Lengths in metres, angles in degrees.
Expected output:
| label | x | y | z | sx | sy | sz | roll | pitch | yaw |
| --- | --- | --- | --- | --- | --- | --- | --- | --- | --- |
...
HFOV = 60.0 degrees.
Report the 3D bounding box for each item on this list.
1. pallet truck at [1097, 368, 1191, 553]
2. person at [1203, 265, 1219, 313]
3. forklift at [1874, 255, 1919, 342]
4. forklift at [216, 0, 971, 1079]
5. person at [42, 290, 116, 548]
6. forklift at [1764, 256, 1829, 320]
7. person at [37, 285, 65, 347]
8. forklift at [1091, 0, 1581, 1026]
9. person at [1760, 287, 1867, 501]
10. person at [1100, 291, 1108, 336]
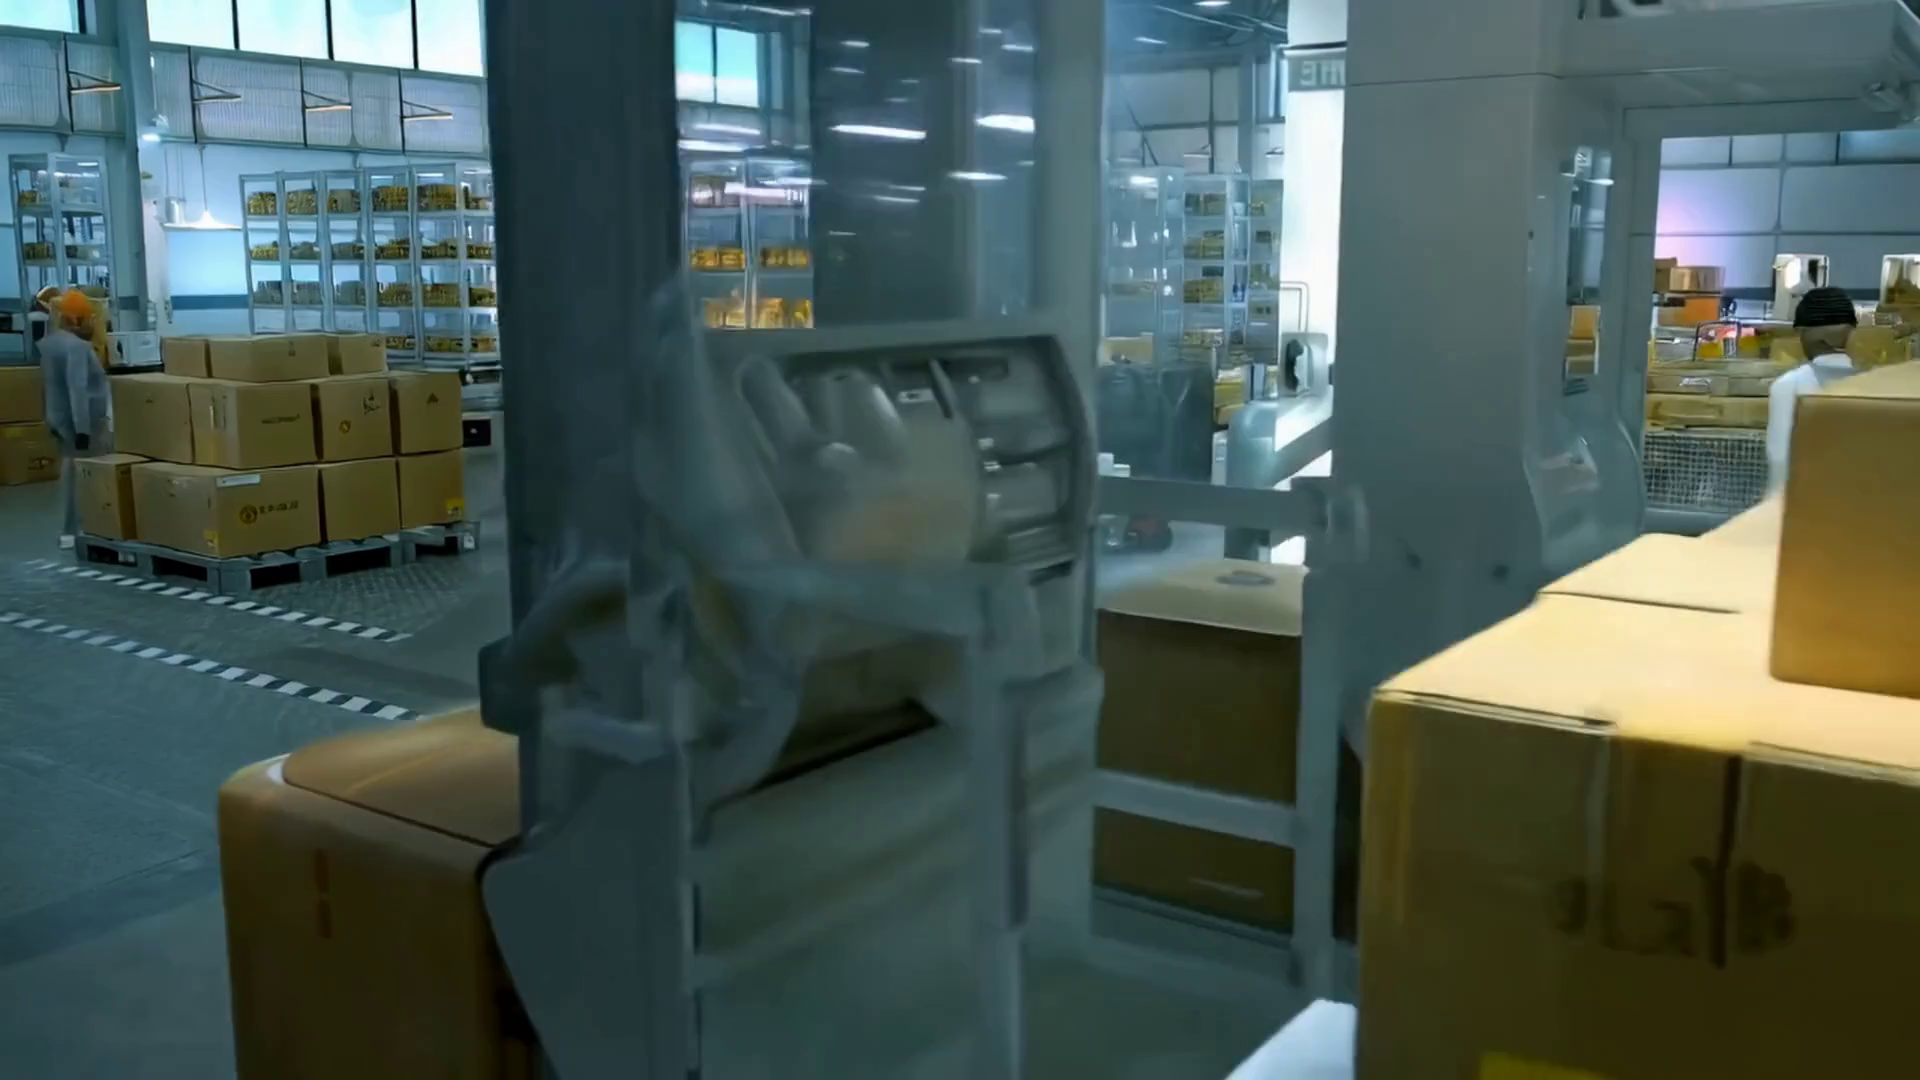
| label | x | y | z | sx | sy | sz | roll | pitch | yaw |
| --- | --- | --- | --- | --- | --- | --- | --- | --- | --- |
| pallet truck | 0.845 | -0.609 | 11.869 | 1.630 | 1.274 | 0.653 | 7 | 12 | 35 |
| person | 7.357 | -7.100 | 48.508 | 0.607 | 1.987 | 0.408 | 8 | 13 | 40 |
| forklift | 22.089 | -5.634 | 38.796 | 1.157 | 1.987 | 2.680 | 6 | 11 | 33 |
| forklift | -0.366 | 0.111 | 2.883 | 1.873 | 2.768 | 1.129 | 7 | 12 | 35 |
| person | -6.144 | -0.846 | 11.755 | 0.605 | 1.812 | 0.591 | 8 | 13 | 41 |
| forklift | 20.253 | -5.854 | 40.139 | 1.157 | 1.987 | 2.680 | 7 | 12 | 35 |
| person | -10.519 | -2.098 | 19.412 | 0.338 | 1.744 | 0.560 | -7 | 12 | -36 |
| forklift | 1.249 | -0.137 | 4.360 | 1.873 | 2.768 | 1.129 | 7 | 12 | 35 |
| person | 3.605 | -0.120 | 7.141 | 0.654 | 1.900 | 0.959 | -2 | 10 | -11 |
| person | 1.845 | -3.151 | 25.303 | 0.678 | 1.860 | 0.952 | 7 | 12 | 36 |
